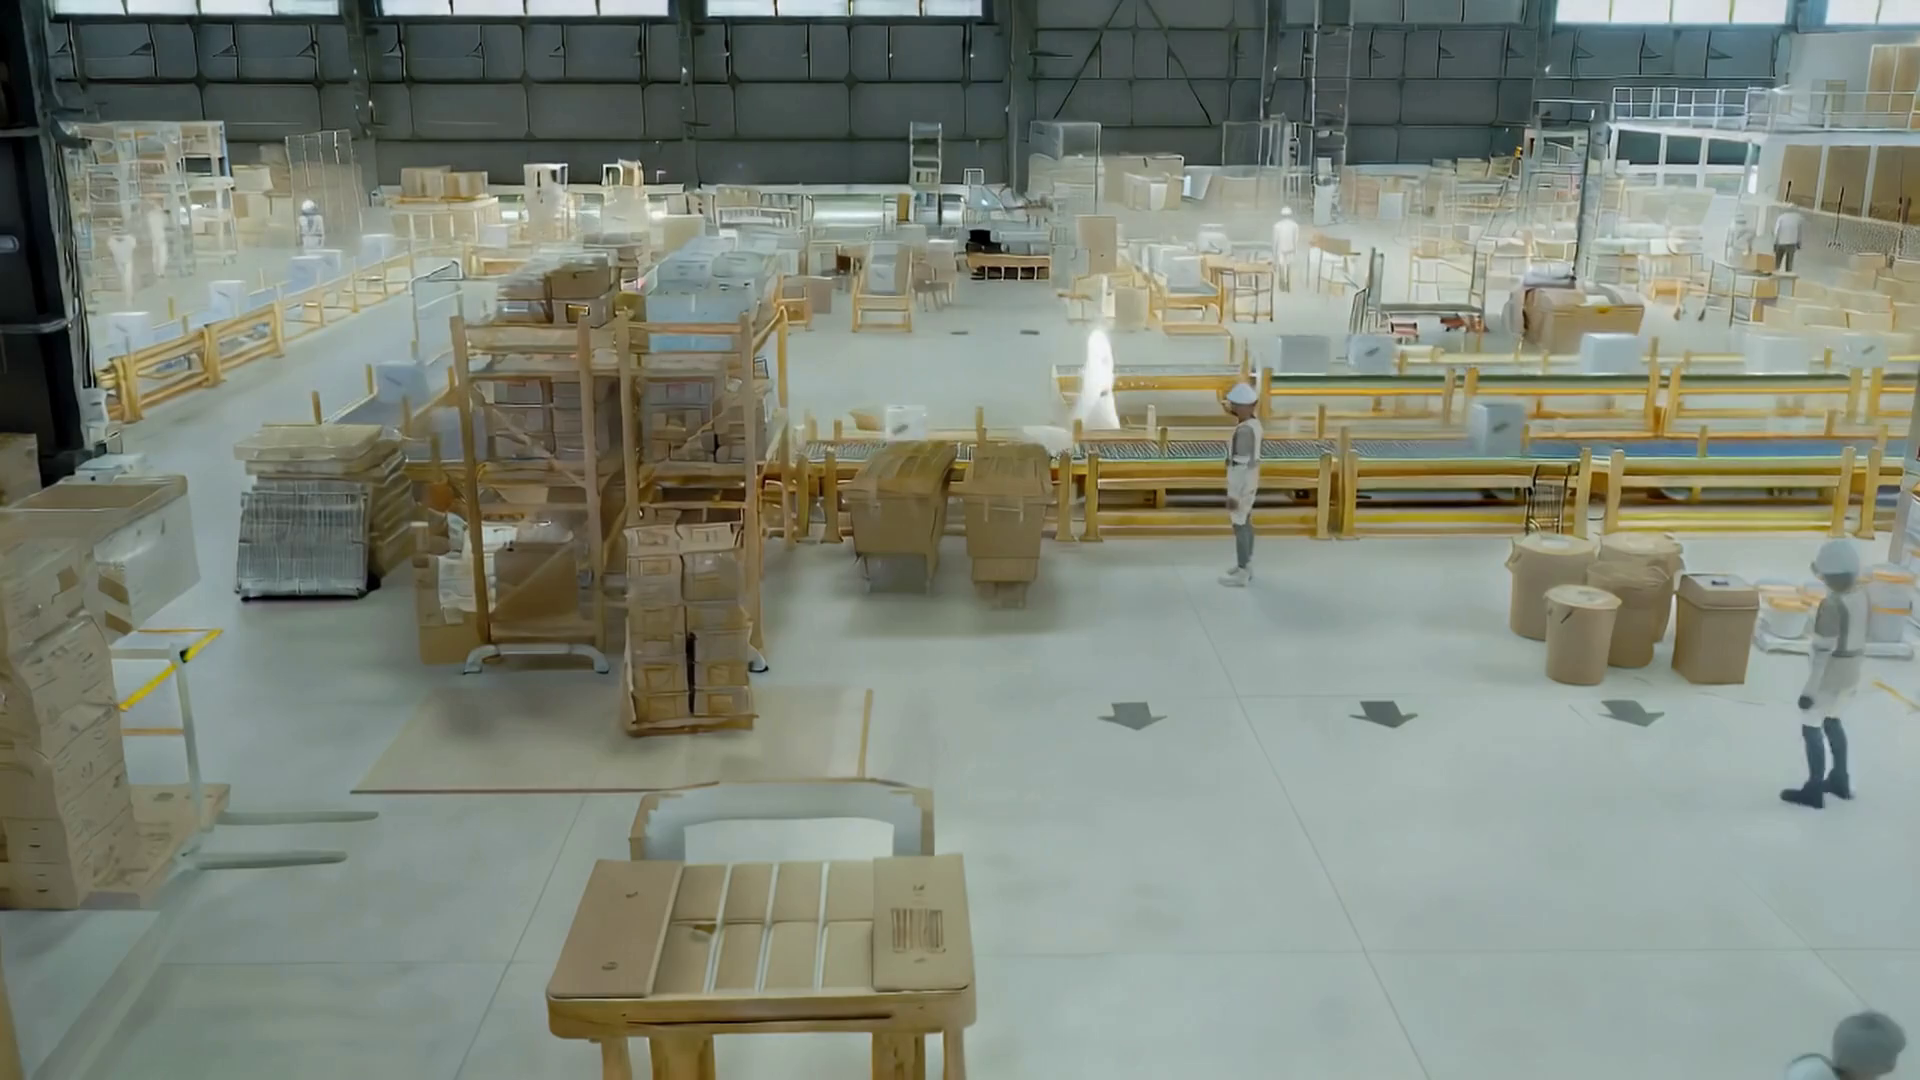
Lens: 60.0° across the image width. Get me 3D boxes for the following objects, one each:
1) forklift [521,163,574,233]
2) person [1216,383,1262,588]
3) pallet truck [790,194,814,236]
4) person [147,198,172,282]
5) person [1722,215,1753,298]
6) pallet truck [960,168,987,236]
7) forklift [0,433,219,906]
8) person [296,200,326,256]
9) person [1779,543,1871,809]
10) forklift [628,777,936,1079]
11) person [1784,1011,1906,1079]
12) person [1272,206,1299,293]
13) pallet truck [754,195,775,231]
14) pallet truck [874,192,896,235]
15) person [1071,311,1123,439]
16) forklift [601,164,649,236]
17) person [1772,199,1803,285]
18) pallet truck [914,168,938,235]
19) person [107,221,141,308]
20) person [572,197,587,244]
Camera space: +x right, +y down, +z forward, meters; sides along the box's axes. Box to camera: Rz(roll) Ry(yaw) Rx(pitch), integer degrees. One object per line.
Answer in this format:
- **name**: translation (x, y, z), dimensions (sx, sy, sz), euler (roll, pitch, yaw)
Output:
- **forklift**: translation (-12.233, -10.122, 49.298), dimensions (1.157, 1.987, 2.680), euler (0, 16, -1)
- **person**: translation (2.755, -0.540, 16.445), dimensions (0.378, 2.042, 0.615), euler (7, 17, 22)
- **pallet truck**: translation (-4.814, -9.883, 50.259), dimensions (0.704, 1.261, 1.522), euler (-1, 16, -3)
- **person**: translation (-18.914, -7.081, 39.286), dimensions (0.448, 1.972, 0.634), euler (0, 16, 0)
- **person**: translation (17.079, -6.225, 36.602), dimensions (0.595, 1.824, 0.404), euler (15, 22, 42)
- **pallet truck**: translation (0.383, -10.230, 50.206), dimensions (0.823, 1.965, 1.885), euler (-1, 16, -3)
- **forklift**: translation (-5.952, 0.780, 10.366), dimensions (1.873, 2.768, 1.129), euler (0, 16, -1)
- **person**: translation (-14.837, -6.742, 38.047), dimensions (0.607, 2.030, 0.442), euler (-2, 16, -6)
- **person**: translation (6.053, 0.946, 11.554), dimensions (0.686, 1.909, 0.386), euler (-12, 20, -35)
- **forklift**: translation (-0.542, 2.165, 5.552), dimensions (1.129, 2.768, 1.873), euler (-1, 16, -2)
- **person**: translation (3.336, 2.542, 6.418), dimensions (0.879, 1.634, 0.599), euler (-2, 16, -6)
- **person**: translation (7.356, -6.570, 37.617), dimensions (0.586, 1.921, 0.473), euler (1, 16, 2)
- **pallet truck**: translation (-6.051, -9.967, 50.660), dimensions (0.680, 1.201, 1.601), euler (0, 16, -1)
- **pallet truck**: translation (-2.277, -9.986, 50.594), dimensions (0.653, 1.274, 1.630), euler (0, 16, -1)
- **person**: translation (1.925, -2.117, 22.253), dimensions (0.953, 1.847, 0.663), euler (3, 16, 12)
- **forklift**: translation (-9.948, -10.127, 49.296), dimensions (1.157, 1.987, 2.680), euler (-1, 16, -3)
- **person**: translation (19.409, -7.008, 39.079), dimensions (0.611, 1.947, 0.978), euler (5, 17, 16)
- **pallet truck**: translation (-0.989, -10.316, 50.507), dimensions (0.823, 1.965, 1.885), euler (1, 16, 3)
- **person**: translation (-17.739, -5.819, 35.181), dimensions (0.608, 1.816, 0.803), euler (0, 16, -1)
- **person**: translation (-9.631, -7.893, 42.524), dimensions (0.537, 1.748, 0.535), euler (-10, 19, -30)
